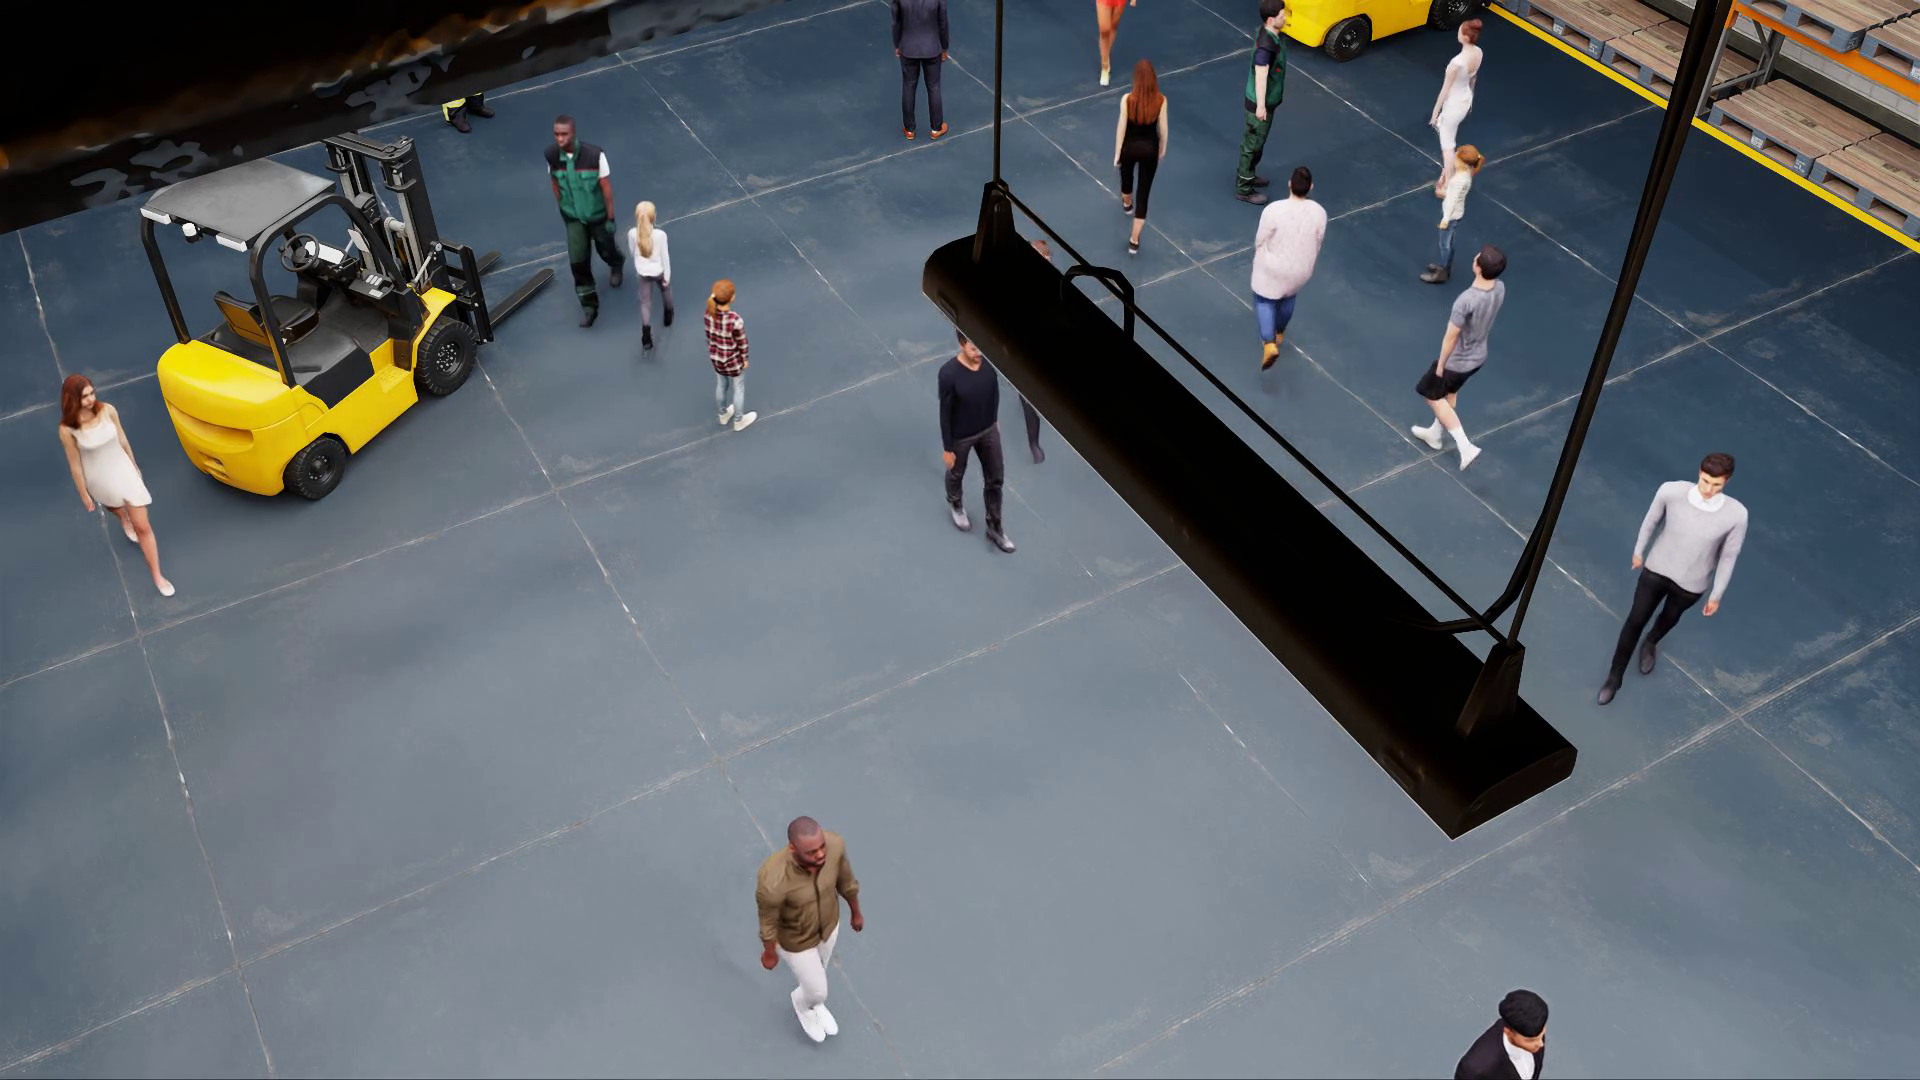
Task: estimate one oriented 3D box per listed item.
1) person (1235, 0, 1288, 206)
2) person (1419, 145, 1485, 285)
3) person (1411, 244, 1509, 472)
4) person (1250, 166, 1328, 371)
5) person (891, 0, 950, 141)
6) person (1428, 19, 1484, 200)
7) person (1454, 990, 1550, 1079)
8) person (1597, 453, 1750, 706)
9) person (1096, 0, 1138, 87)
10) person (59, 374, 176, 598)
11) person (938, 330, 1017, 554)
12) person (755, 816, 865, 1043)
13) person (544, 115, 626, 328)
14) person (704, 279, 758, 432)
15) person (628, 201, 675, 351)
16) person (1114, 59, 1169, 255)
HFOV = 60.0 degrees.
[{"bbox_3d":[2.699,-3.953,14.906,0.822,1.901,0.738,7,44,7],"label":"person"},{"bbox_3d":[4.170,-2.766,14.088,0.623,1.310,0.579,24,49,23],"label":"person"},{"bbox_3d":[3.727,-1.299,12.159,0.668,1.847,0.934,-24,49,-23],"label":"person"},{"bbox_3d":[2.561,-2.142,13.133,0.945,1.724,1.097,-1,44,-1],"label":"person"},{"bbox_3d":[-0.365,-4.632,15.675,0.788,1.824,0.811,4,44,4],"label":"person"},{"bbox_3d":[4.489,-3.780,14.813,0.663,1.779,0.676,-32,52,-29],"label":"person"},{"bbox_3d":[2.495,2.696,7.939,0.736,1.883,0.605,-30,51,-28],"label":"person"},{"bbox_3d":[4.606,0.140,10.616,1.137,1.892,1.127,19,47,19],"label":"person"},{"bbox_3d":[1.528,-5.535,16.659,0.843,1.773,0.975,-1,44,-1],"label":"person"},{"bbox_3d":[-5.867,-0.467,11.432,0.667,1.645,1.151,-27,50,-25],"label":"person"},{"bbox_3d":[0.026,-0.814,11.650,0.685,1.848,0.916,-21,47,-20],"label":"person"},{"bbox_3d":[-0.851,1.988,8.733,0.751,1.815,0.817,34,53,30],"label":"person"},{"bbox_3d":[-3.033,-2.711,13.670,1.072,1.807,1.246,2,44,2],"label":"person"},{"bbox_3d":[-1.770,-1.405,12.665,0.548,1.302,0.650,23,48,22],"label":"person"},{"bbox_3d":[-2.514,-2.128,13.454,0.754,1.263,0.949,0,44,0],"label":"person"},{"bbox_3d":[1.547,-3.275,14.351,1.014,1.685,1.171,5,44,5],"label":"person"}]
